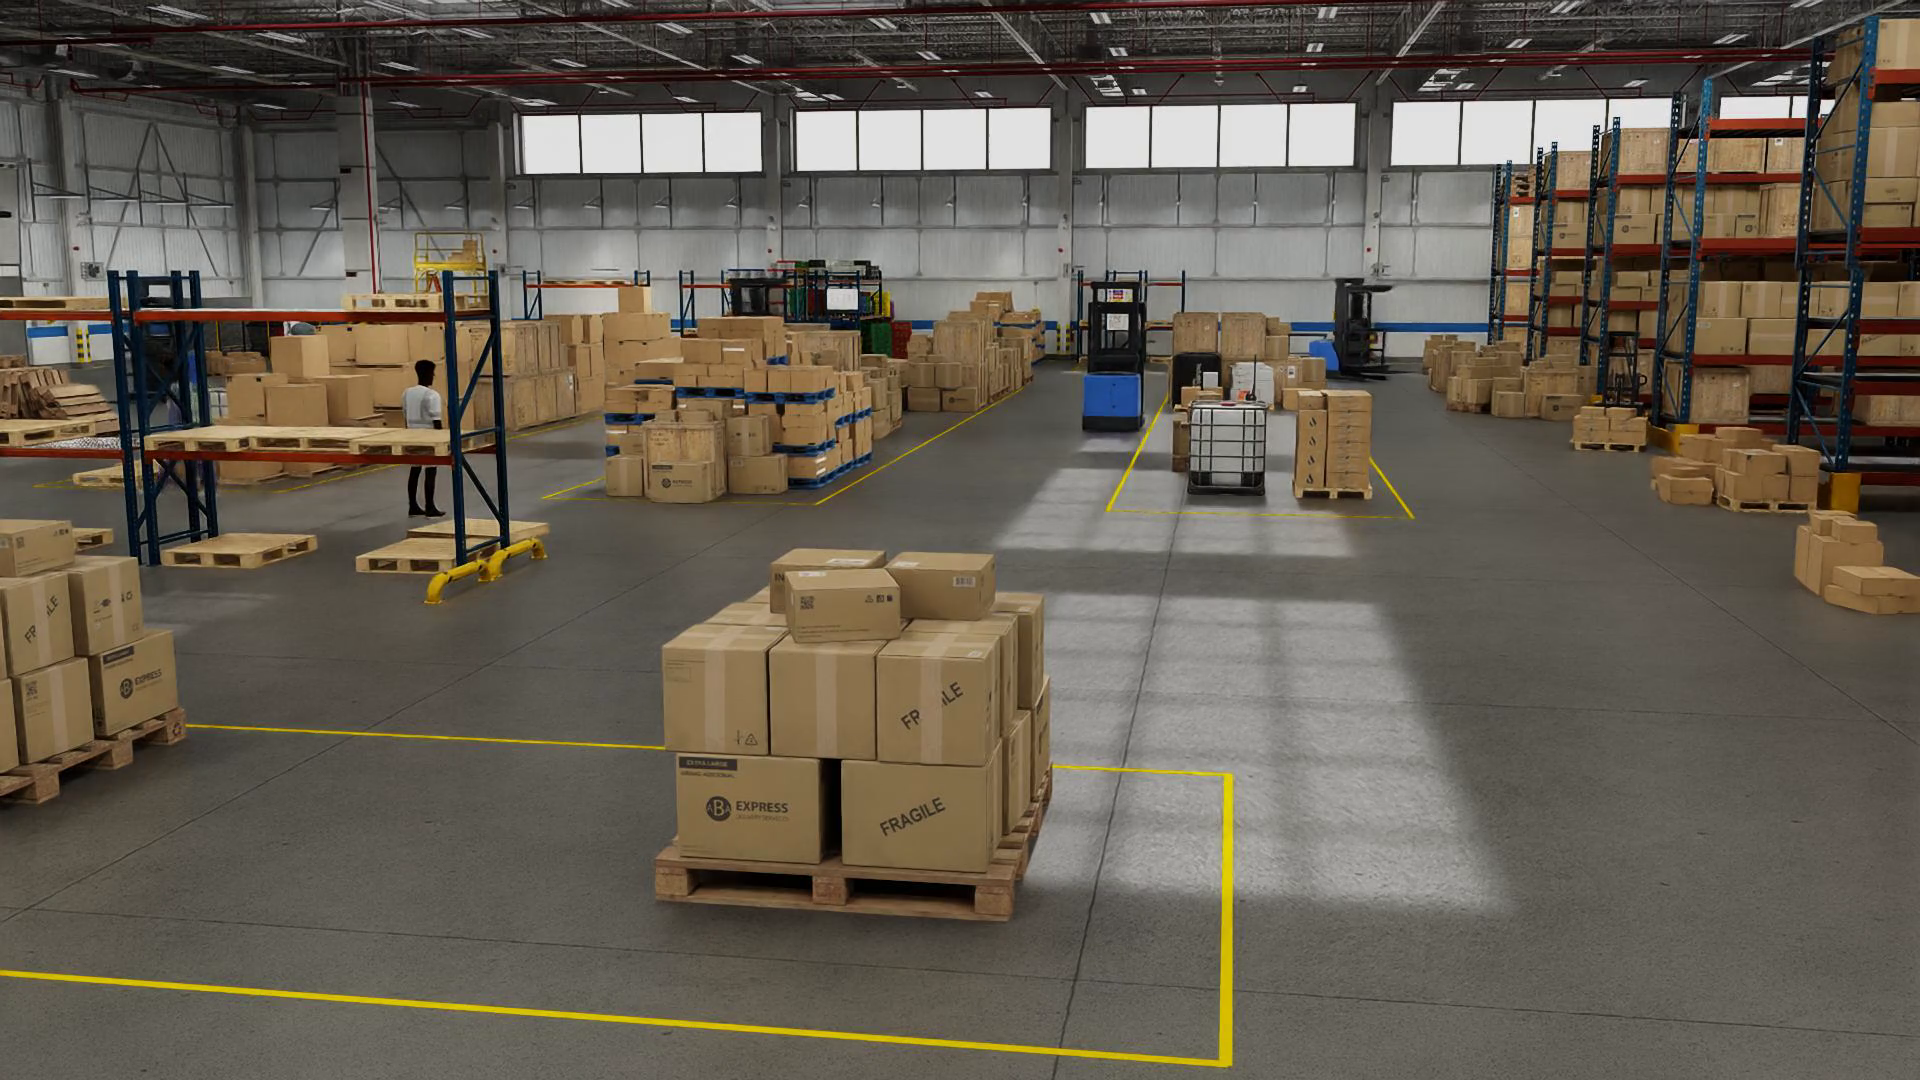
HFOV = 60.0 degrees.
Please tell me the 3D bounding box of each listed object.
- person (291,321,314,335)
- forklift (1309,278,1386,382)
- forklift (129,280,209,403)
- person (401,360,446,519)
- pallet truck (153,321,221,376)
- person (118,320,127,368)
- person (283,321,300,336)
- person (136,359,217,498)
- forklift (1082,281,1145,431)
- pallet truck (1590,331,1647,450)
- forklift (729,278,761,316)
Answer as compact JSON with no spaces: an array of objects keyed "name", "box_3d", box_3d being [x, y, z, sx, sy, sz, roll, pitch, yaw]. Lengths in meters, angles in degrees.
[{"name":"person","box_3d":[-17.220,-5.010,43.712,0.635,1.937,0.354,0,9,2]},{"name":"forklift","box_3d":[10.602,-5.773,45.520,1.129,2.768,1.873,-8,12,-40]},{"name":"forklift","box_3d":[-18.415,-4.621,38.413,1.129,2.768,1.873,1,9,6]},{"name":"person","box_3d":[-6.558,-1.232,20.368,0.606,1.958,0.381,6,11,31]},{"name":"pallet truck","box_3d":[-21.869,-5.598,47.154,0.823,1.965,1.885,4,10,26]},{"name":"person","box_3d":[-25.960,-6.092,51.339,0.318,1.629,0.509,-1,9,-8]},{"name":"person","box_3d":[-20.014,-5.991,49.925,0.345,1.882,0.584,8,12,41]},{"name":"person","box_3d":[-10.439,-1.468,22.099,0.987,1.865,0.597,-6,11,-32]},{"name":"forklift","box_3d":[2.942,-3.528,31.670,1.129,2.768,1.873,1,9,9]},{"name":"pallet truck","box_3d":[11.253,-2.573,28.499,0.823,1.965,1.885,5,10,27]},{"name":"forklift","box_3d":[-5.786,-5.667,44.865,1.873,2.768,1.129,7,11,35]}]
